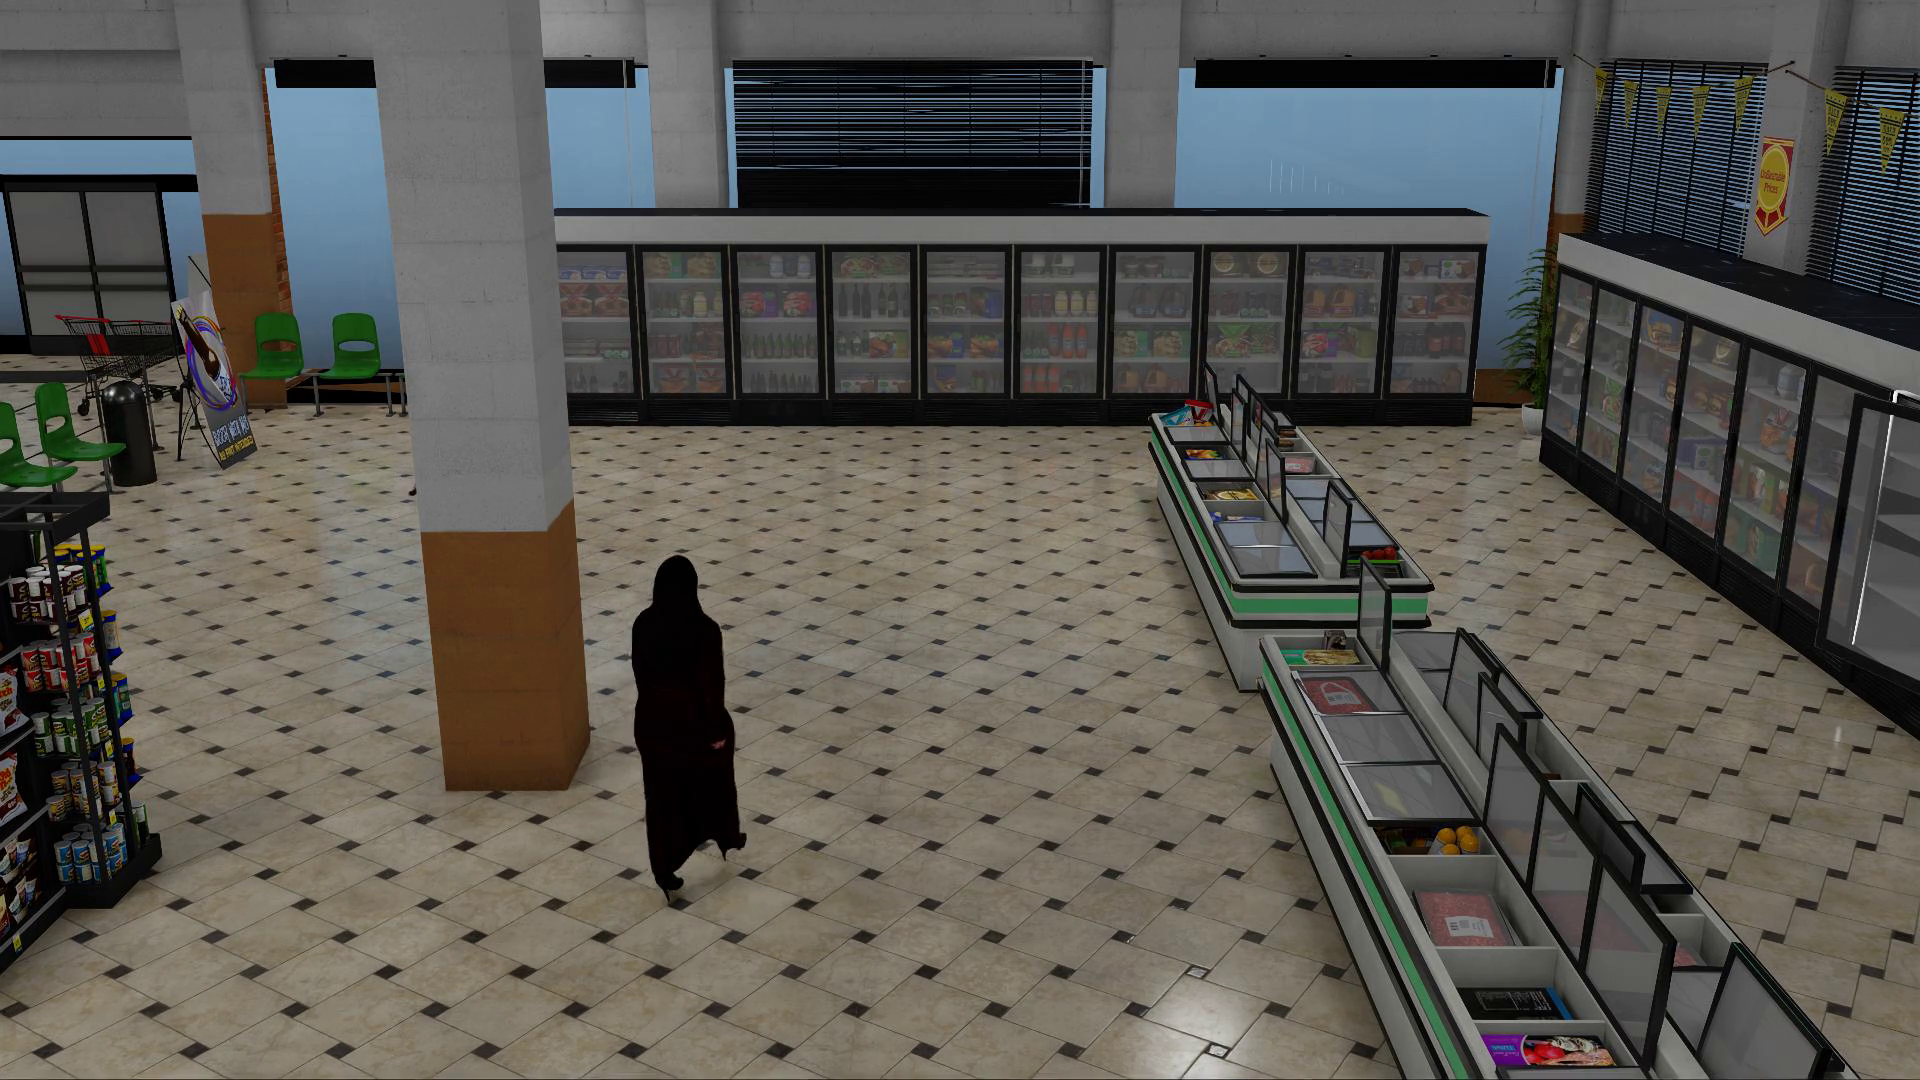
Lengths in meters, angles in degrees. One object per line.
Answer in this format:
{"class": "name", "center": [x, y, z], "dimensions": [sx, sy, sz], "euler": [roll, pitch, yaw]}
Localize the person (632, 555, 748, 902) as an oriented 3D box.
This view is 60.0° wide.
{"class": "person", "center": [-1.404, 0.960, 8.151], "dimensions": [0.826, 1.732, 0.986], "euler": [5, 18, 16]}
